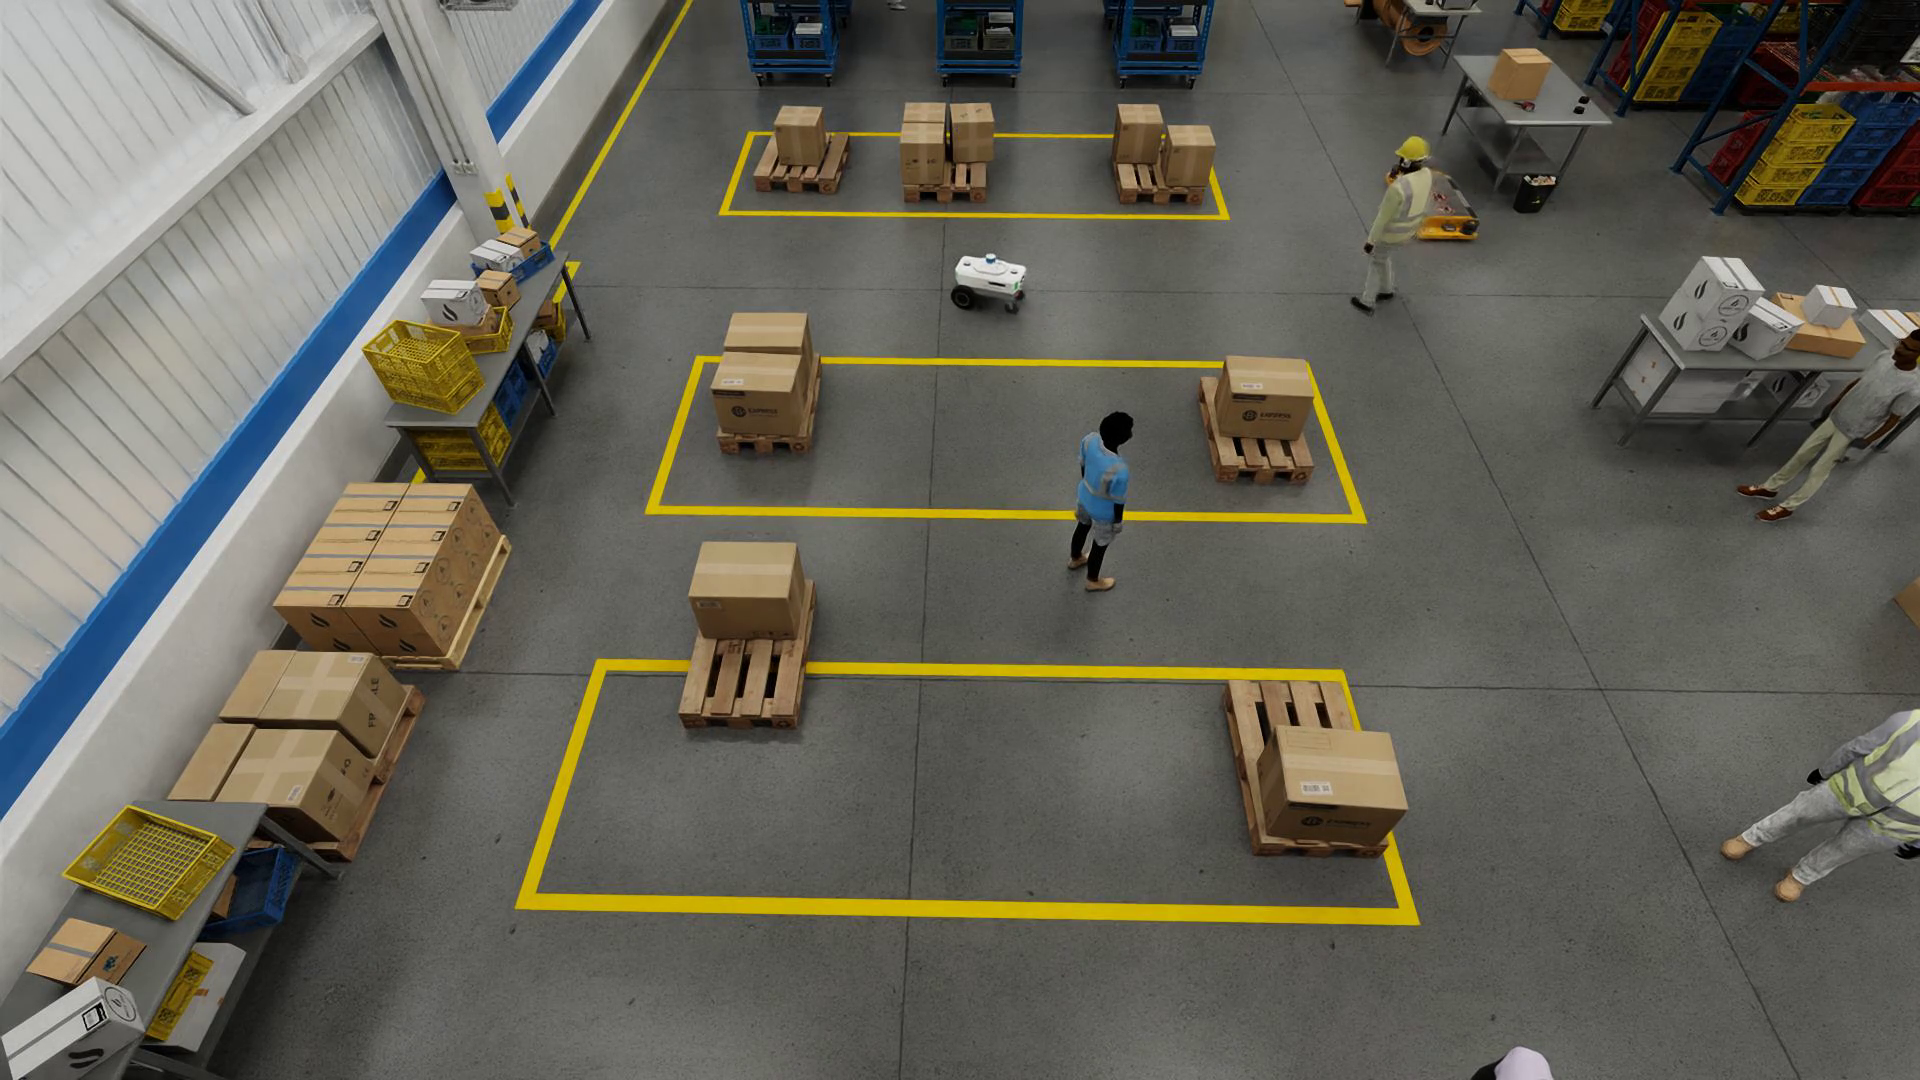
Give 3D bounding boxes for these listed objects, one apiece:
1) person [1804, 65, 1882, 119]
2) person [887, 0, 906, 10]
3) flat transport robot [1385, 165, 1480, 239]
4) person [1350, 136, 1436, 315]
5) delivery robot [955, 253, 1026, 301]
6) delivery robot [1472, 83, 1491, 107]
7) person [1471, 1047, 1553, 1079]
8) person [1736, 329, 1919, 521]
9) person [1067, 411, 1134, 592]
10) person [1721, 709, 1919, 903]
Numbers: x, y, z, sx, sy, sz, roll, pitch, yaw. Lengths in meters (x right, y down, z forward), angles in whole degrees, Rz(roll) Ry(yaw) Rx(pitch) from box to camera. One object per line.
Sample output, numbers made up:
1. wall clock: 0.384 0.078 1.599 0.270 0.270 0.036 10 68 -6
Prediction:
1. person: 11.148 -5.736 11.457 1.026 1.820 0.593 -8 50 -7
2. person: -1.093 -9.570 14.899 0.310 1.639 0.514 -10 50 -9
3. flat transport robot: 5.692 -4.094 11.059 0.652 0.197 1.431 1 49 1
4. person: 4.342 -3.133 9.218 0.653 1.806 0.462 -26 54 -21
5. delivery robot: 0.324 -2.785 9.674 0.707 0.478 0.477 14 51 13
6. delivery robot: 7.429 -6.405 12.813 0.477 0.478 0.707 10 50 8
7. person: 2.319 2.716 4.086 0.393 1.915 0.591 12 50 10
8. person: 6.966 -0.880 7.229 0.333 1.868 0.515 2 49 2
9. person: 1.052 -0.276 6.823 0.317 1.684 0.540 -20 52 -16
10. person: 5.176 1.503 5.183 0.429 1.844 0.623 -26 54 -21
